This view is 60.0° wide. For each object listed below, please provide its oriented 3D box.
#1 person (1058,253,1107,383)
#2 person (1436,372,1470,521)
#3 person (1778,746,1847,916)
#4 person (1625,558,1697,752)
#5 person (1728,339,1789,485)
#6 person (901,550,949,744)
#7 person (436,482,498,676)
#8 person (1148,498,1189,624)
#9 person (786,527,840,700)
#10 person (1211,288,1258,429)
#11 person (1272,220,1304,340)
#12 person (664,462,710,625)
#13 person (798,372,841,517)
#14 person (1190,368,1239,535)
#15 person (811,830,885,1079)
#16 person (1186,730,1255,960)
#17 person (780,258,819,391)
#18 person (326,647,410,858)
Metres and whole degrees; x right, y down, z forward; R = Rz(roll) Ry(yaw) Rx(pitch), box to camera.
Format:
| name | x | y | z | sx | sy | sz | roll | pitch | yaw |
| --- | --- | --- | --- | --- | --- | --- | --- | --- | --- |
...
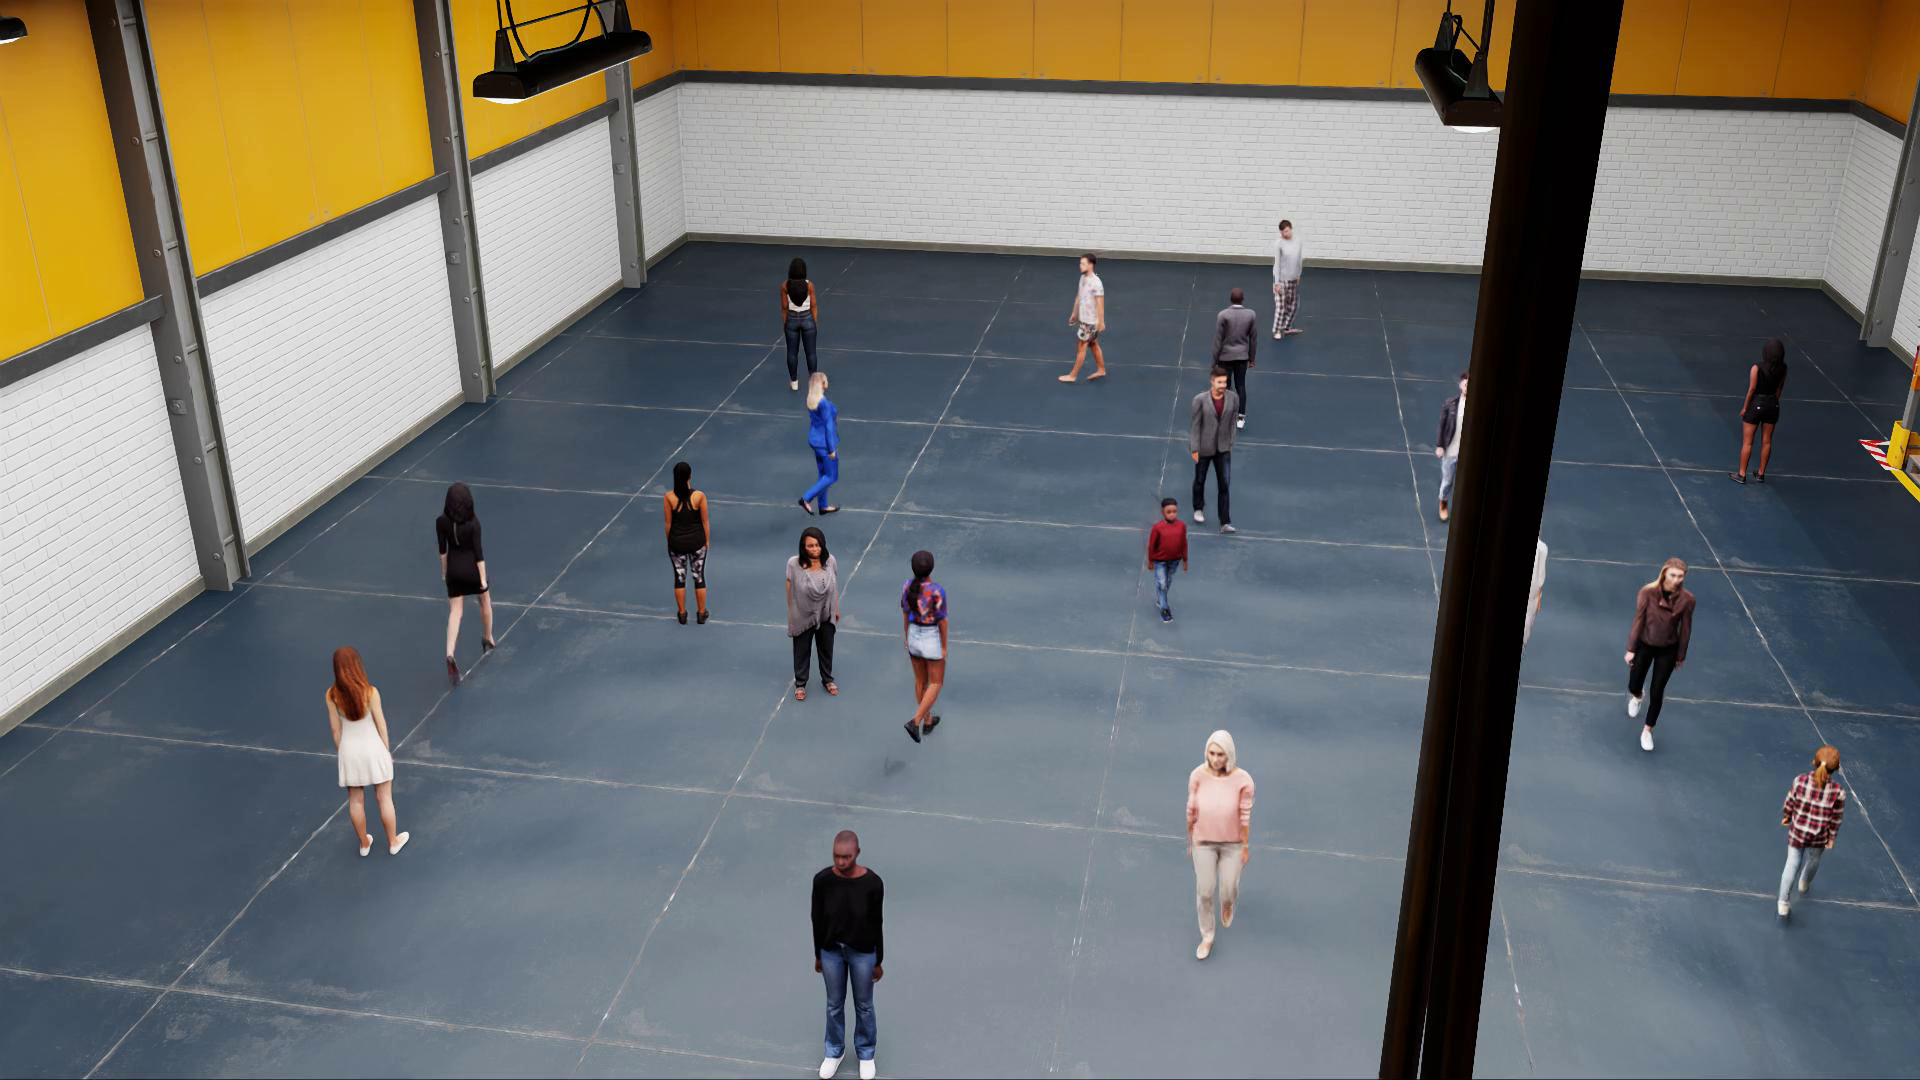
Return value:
| name | x | y | z | sx | sy | sz | roll | pitch | yaw |
| --- | --- | --- | --- | --- | --- | --- | --- | --- | --- |
| person | 1.867 | -3.057 | 22.890 | 1.018 | 1.788 | 1.069 | -7 | 25 | -16 |
| person | 5.420 | -0.978 | 18.105 | 0.669 | 1.811 | 1.124 | 4 | 24 | 10 |
| person | 6.004 | 2.078 | 11.776 | 0.800 | 1.282 | 1.008 | 17 | 29 | 33 |
| person | 5.839 | 0.900 | 13.959 | 0.712 | 1.692 | 0.883 | 9 | 25 | 19 |
| person | 9.354 | -1.510 | 19.408 | 0.659 | 1.743 | 0.628 | -3 | 24 | -8 |
| person | -0.328 | 0.916 | 13.873 | 0.764 | 1.731 | 0.985 | 12 | 26 | 25 |
| person | -4.518 | 0.389 | 15.032 | 0.619 | 1.767 | 1.077 | 3 | 24 | 7 |
| person | 2.000 | 0.157 | 16.236 | 0.718 | 1.228 | 0.907 | -5 | 24 | -11 |
| person | -1.297 | 0.618 | 14.706 | 0.758 | 1.610 | 0.802 | -8 | 25 | -17 |
| person | 3.480 | -2.307 | 21.141 | 0.782 | 1.815 | 0.676 | -2 | 24 | -4 |
| person | 4.878 | -3.889 | 24.774 | 0.899 | 1.805 | 0.886 | -15 | 28 | -31 |
| person | -2.632 | 0.016 | 16.016 | 0.626 | 1.664 | 0.604 | -3 | 24 | -7 |
| person | -1.589 | -1.016 | 18.348 | 0.917 | 1.686 | 0.868 | -13 | 27 | -27 |
| person | 2.733 | -1.018 | 18.176 | 0.920 | 1.828 | 1.182 | -3 | 24 | -7 |
| person | -0.682 | 2.517 | 10.188 | 0.610 | 1.749 | 0.554 | 2 | 24 | 4 |
| person | 1.782 | 2.025 | 11.359 | 0.661 | 1.713 | 0.780 | 8 | 25 | 17 |
| person | -2.168 | -2.925 | 22.571 | 0.669 | 1.802 | 0.639 | 1 | 24 | 2 |
| person | -4.450 | 1.579 | 12.384 | 0.603 | 1.708 | 0.598 | -1 | 24 | -3 |
